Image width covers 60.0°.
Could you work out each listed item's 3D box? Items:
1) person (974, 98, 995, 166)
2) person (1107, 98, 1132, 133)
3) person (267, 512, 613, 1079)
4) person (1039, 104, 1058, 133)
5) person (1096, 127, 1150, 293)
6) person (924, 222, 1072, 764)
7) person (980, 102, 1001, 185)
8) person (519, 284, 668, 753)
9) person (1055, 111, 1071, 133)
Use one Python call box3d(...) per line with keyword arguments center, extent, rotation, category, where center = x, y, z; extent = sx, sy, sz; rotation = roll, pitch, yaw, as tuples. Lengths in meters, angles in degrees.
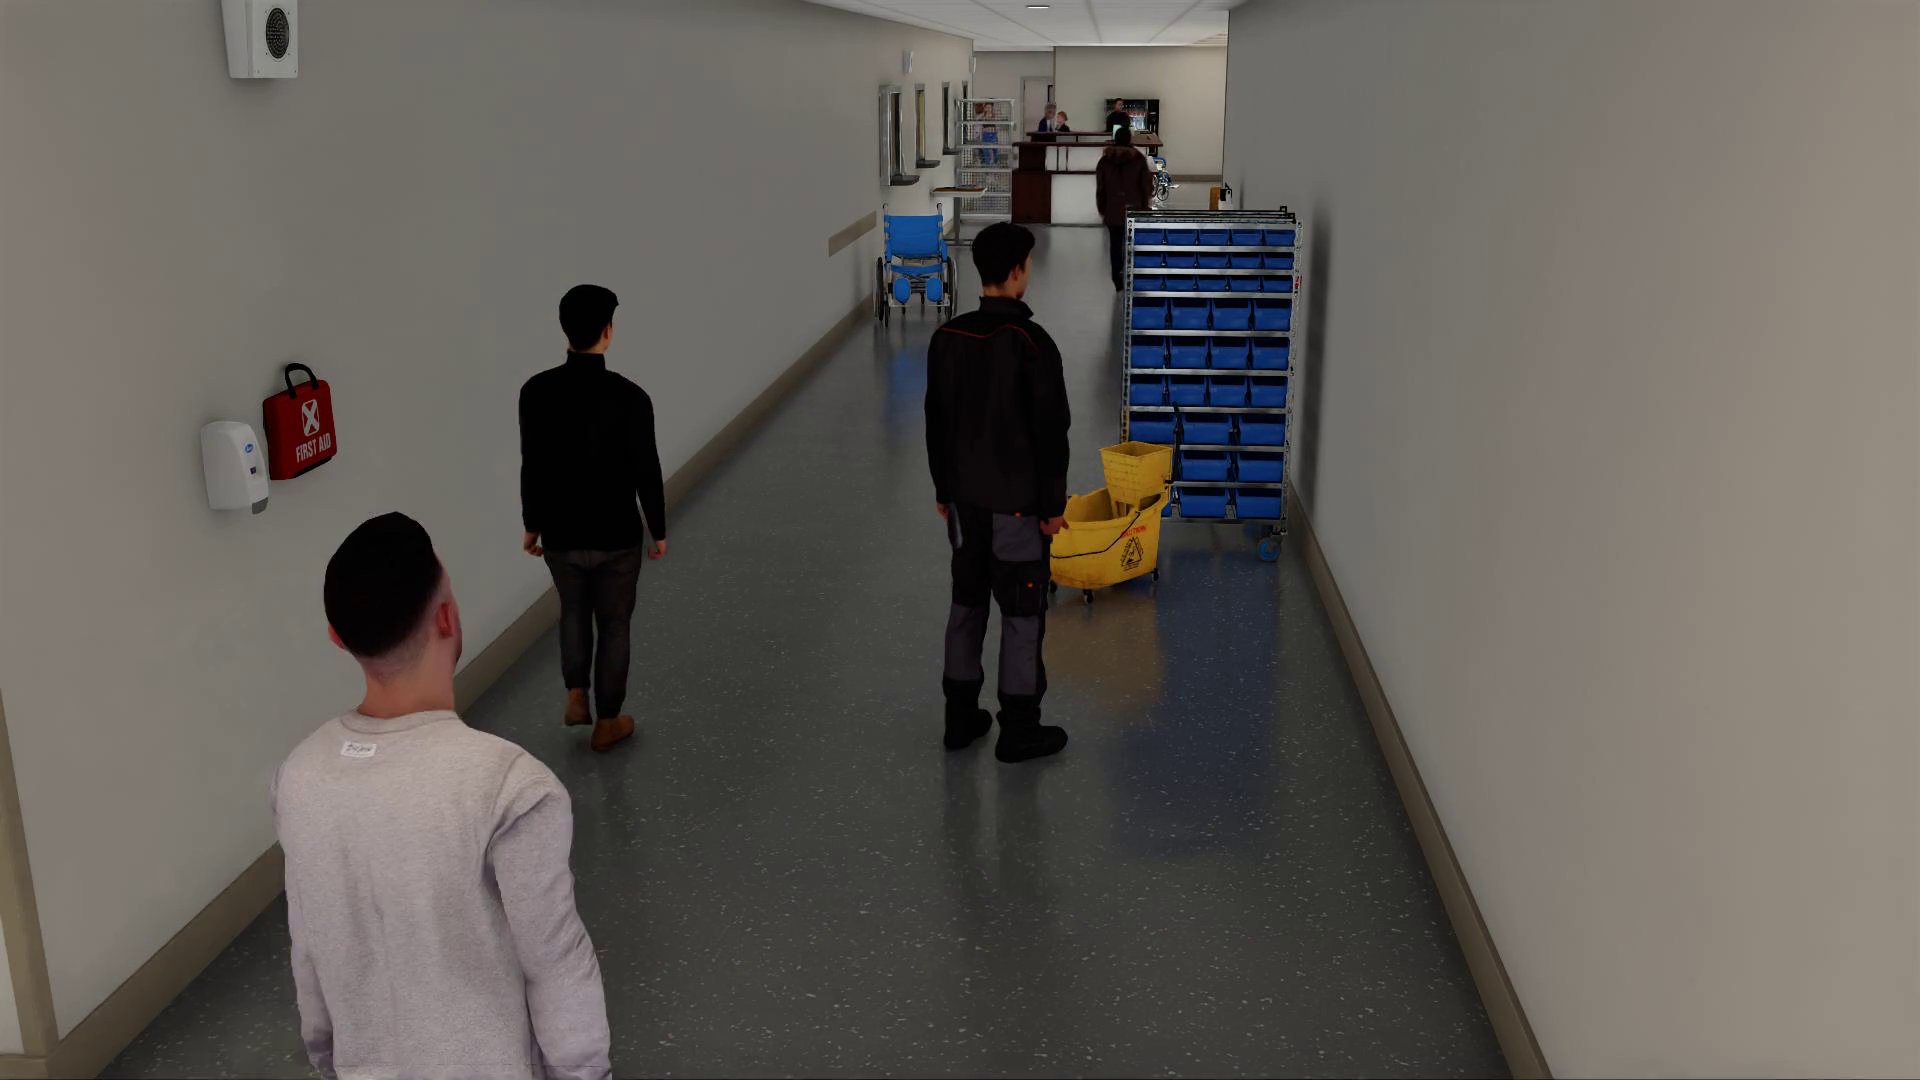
box3d(center=(0.788, -10.877, 44.348), extent=(0.994, 1.745, 0.700), rotation=(2, 16, 8), category="person")
box3d(center=(3.301, -8.266, 34.861), extent=(1.252, 1.867, 1.160), rotation=(-7, 17, -24), category="person")
box3d(center=(-0.797, 0.892, 2.484), extent=(1.169, 1.810, 1.050), rotation=(9, 18, 29), category="person")
box3d(center=(1.622, -7.848, 33.536), extent=(1.130, 1.783, 0.893), rotation=(-5, 17, -17), category="person")
box3d(center=(1.828, -3.700, 18.723), extent=(0.839, 1.837, 0.895), rotation=(4, 16, 15), category="person")
box3d(center=(0.134, -0.169, 5.997), extent=(0.728, 1.945, 0.857), rotation=(11, 19, 34), category="person")
box3d(center=(0.657, -8.835, 37.035), extent=(0.688, 1.784, 0.765), rotation=(-4, 16, -13), category="person")
box3d(center=(-1.349, -0.043, 5.975), extent=(0.508, 1.715, 0.724), rotation=(2, 16, 6), category="person")
box3d(center=(2.073, -7.611, 32.934), extent=(1.142, 1.653, 0.928), rotation=(-6, 17, -21), category="person")
